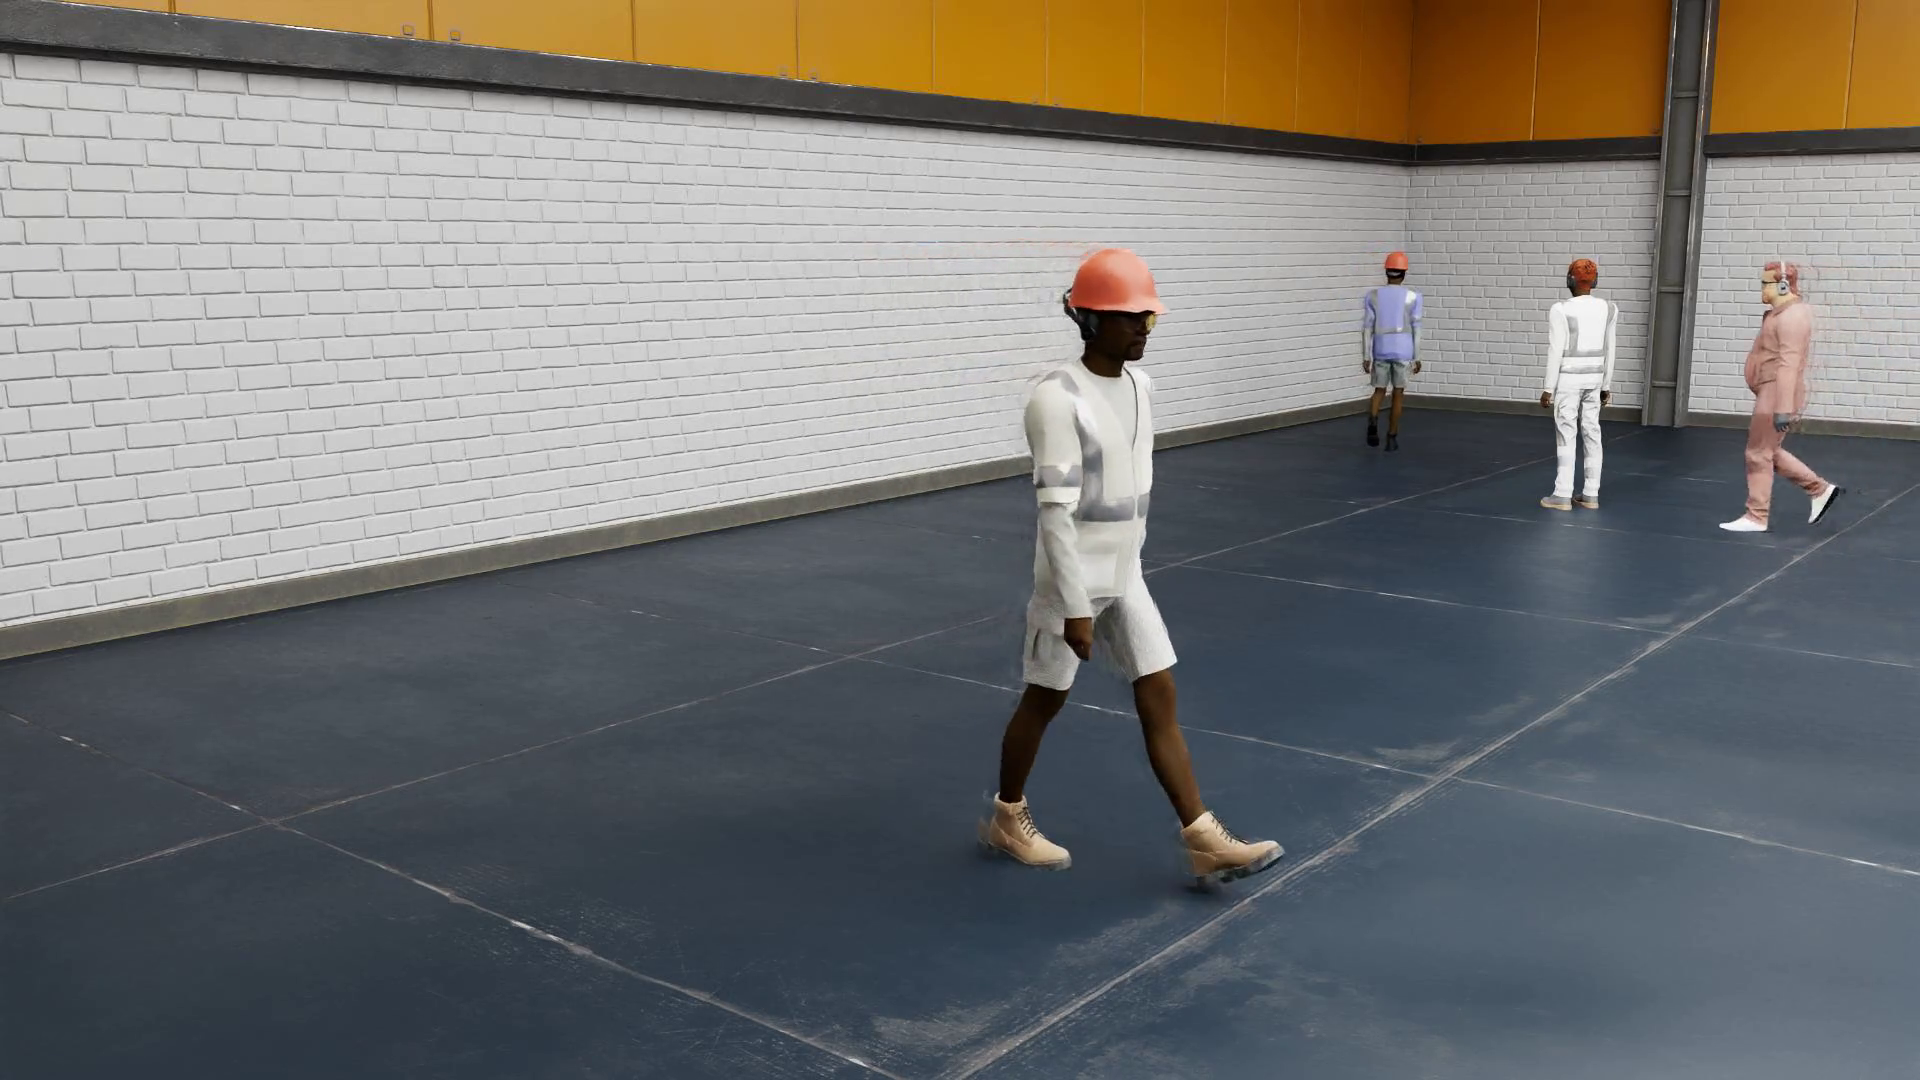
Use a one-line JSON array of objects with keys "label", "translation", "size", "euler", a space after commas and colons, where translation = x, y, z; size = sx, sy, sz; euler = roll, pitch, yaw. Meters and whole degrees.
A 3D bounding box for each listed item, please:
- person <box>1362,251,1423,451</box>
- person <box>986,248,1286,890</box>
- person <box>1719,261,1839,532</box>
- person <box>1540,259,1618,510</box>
[{"label": "person", "translation": [4.119, -1.790, 15.880], "size": [0.551, 1.922, 0.515], "euler": [5, 11, 26]}, {"label": "person", "translation": [0.491, 0.117, 5.122], "size": [1.043, 1.986, 0.637], "euler": [9, 13, 40]}, {"label": "person", "translation": [5.680, -0.967, 11.422], "size": [0.641, 1.882, 0.660], "euler": [5, 11, 26]}, {"label": "person", "translation": [4.647, -1.164, 12.516], "size": [0.583, 1.882, 0.337], "euler": [-3, 11, -16]}]
